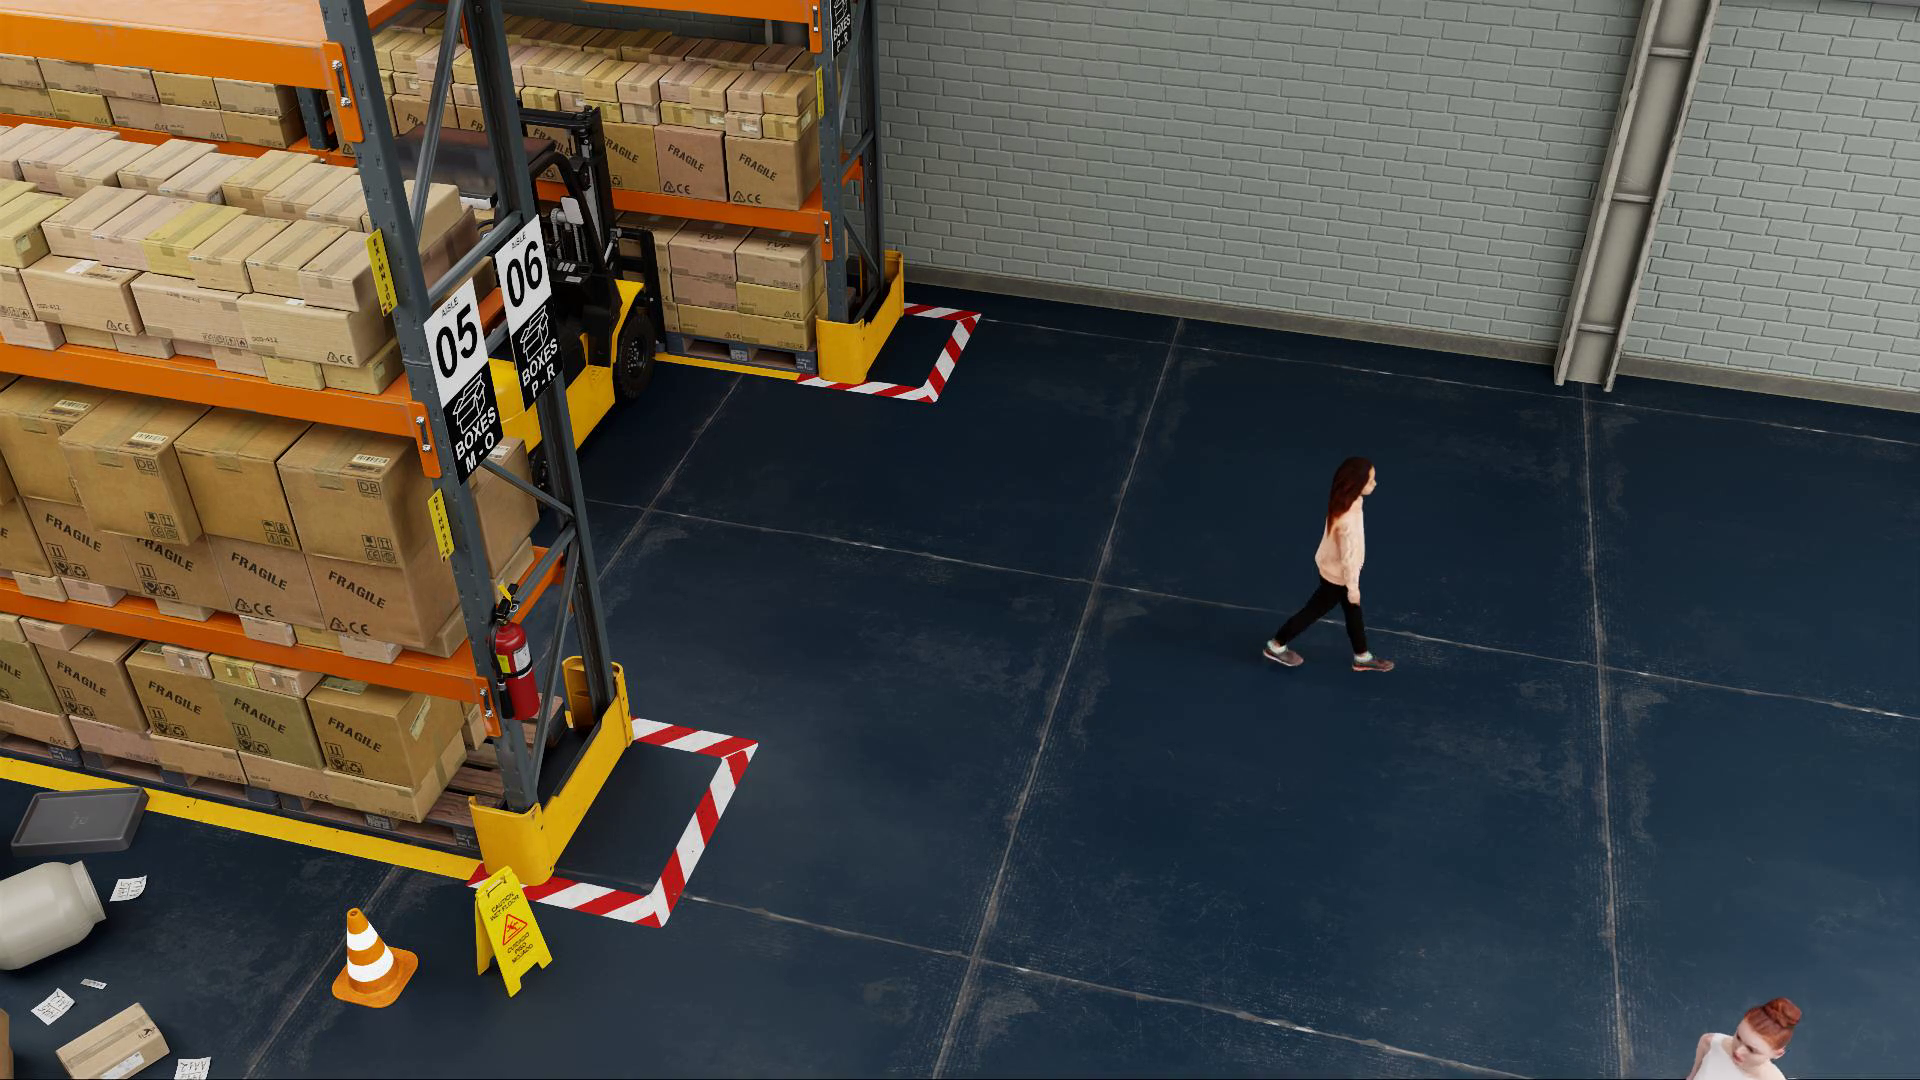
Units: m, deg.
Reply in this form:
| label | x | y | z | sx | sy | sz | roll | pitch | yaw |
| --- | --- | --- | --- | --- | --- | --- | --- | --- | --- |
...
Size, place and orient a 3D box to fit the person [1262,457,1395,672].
| label | x | y | z | sx | sy | sz | roll | pitch | yaw |
| --- | --- | --- | --- | --- | --- | --- | --- | --- | --- |
| person | 2.038 | 0.174 | 9.259 | 0.968 | 1.447 | 0.589 | 7 | 38 | 10 |

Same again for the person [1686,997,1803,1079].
| label | x | y | z | sx | sy | sz | roll | pitch | yaw |
| --- | --- | --- | --- | --- | --- | --- | --- | --- | --- |
| person | 2.876 | 2.297 | 6.215 | 1.120 | 1.751 | 1.054 | -19 | 41 | -23 |
